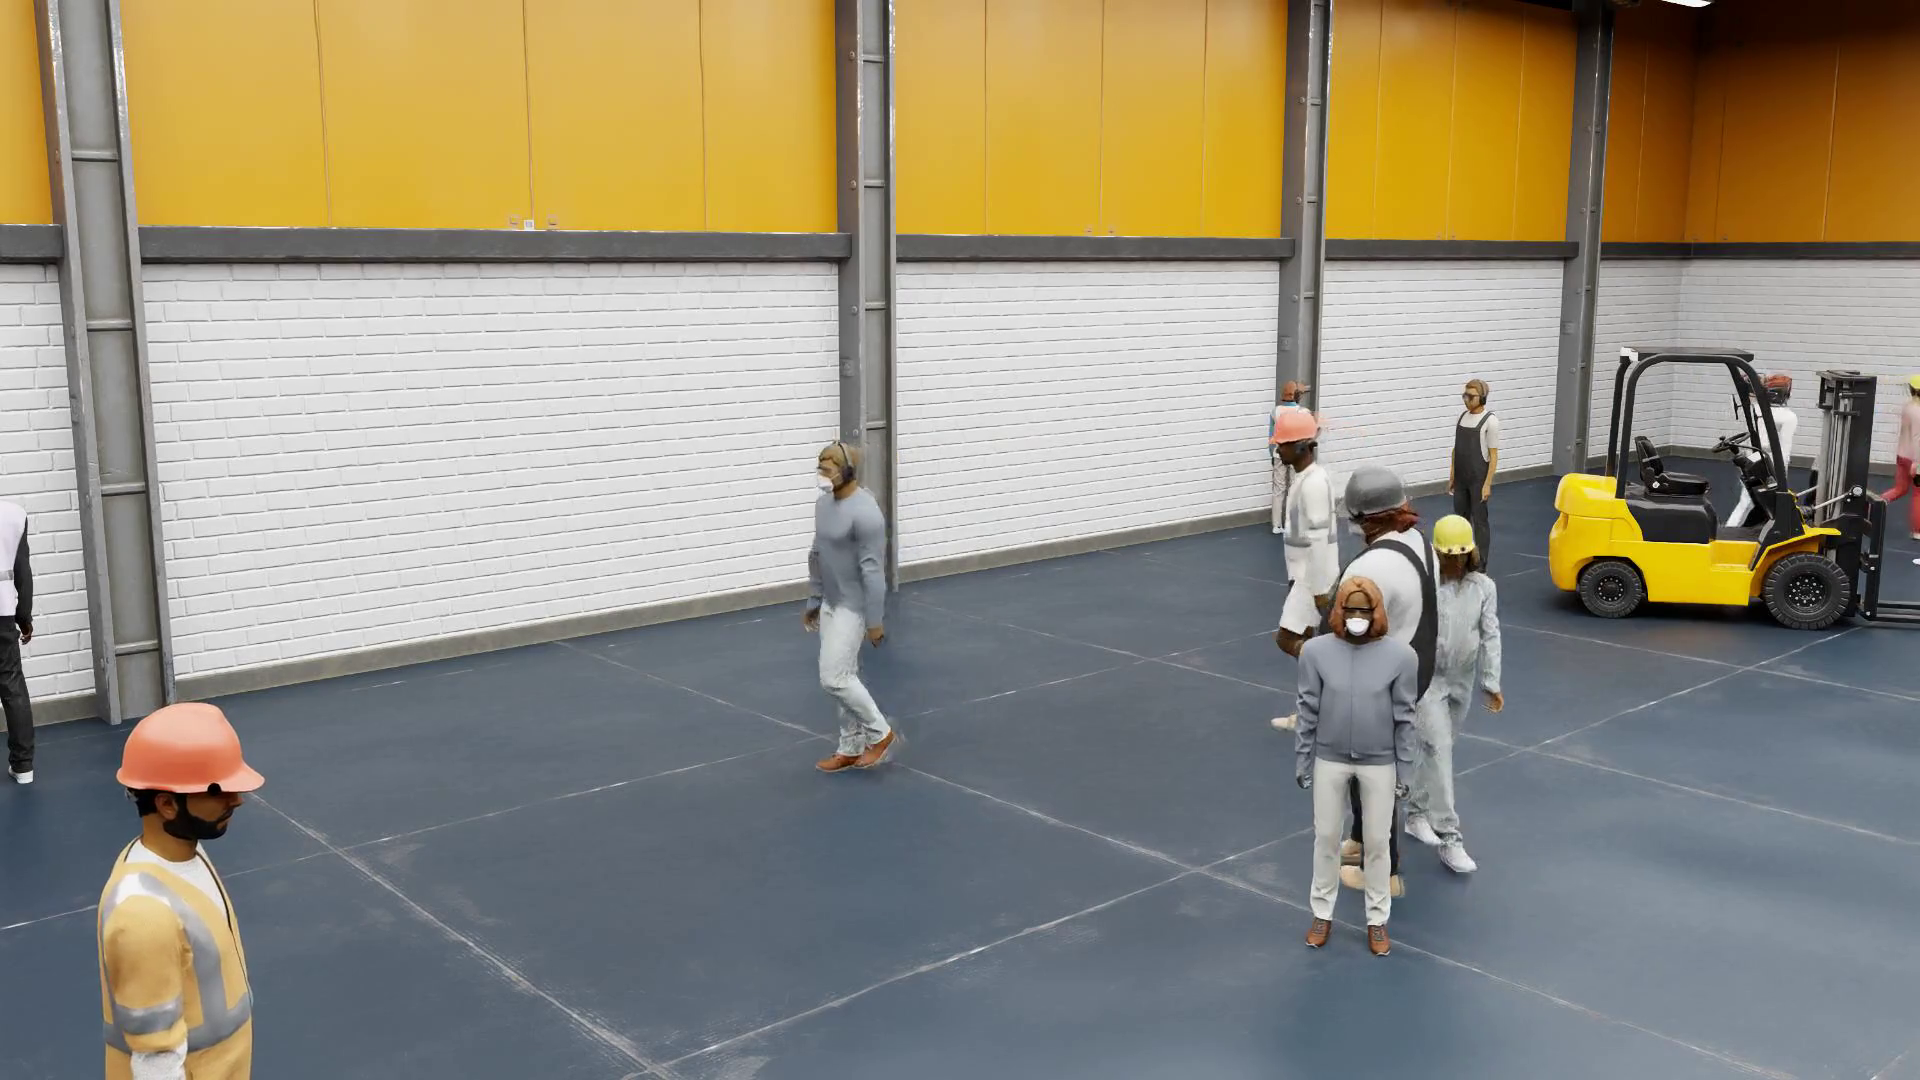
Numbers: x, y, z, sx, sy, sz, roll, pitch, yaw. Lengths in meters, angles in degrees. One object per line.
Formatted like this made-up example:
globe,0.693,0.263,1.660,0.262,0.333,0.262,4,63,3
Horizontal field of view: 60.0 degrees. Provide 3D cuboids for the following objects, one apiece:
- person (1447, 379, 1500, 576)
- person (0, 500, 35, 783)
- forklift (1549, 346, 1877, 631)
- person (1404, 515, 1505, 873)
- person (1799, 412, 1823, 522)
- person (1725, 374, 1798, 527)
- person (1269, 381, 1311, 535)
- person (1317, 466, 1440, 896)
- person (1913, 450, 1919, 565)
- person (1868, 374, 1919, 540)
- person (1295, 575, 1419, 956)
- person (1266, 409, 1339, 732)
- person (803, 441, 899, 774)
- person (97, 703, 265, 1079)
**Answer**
person,4.623,-0.535,15.043,0.345,1.846,0.508,-5,11,-29
person,-5.383,0.438,9.125,0.391,1.922,0.591,7,12,36
forklift,6.109,-0.478,13.691,2.313,2.155,1.214,3,10,16
person,2.398,0.726,8.062,0.482,1.698,0.824,-3,10,-15
person,9.452,-0.964,18.100,0.806,1.659,0.536,-2,10,-12
person,7.580,-0.647,15.728,0.959,1.851,0.571,-5,11,-29
person,3.474,-0.849,17.485,0.512,1.639,0.311,9,13,43
person,1.877,0.617,7.726,0.630,2.000,0.713,7,12,35
person,9.330,-0.690,15.712,0.595,1.925,0.374,1,10,3
person,9.808,-0.864,17.240,0.723,1.744,0.524,2,10,12
person,1.666,0.945,7.028,0.502,1.626,0.282,3,10,17
person,2.128,0.210,10.162,0.557,2.021,0.620,2,10,10
person,-0.662,0.398,9.376,0.431,1.925,0.628,-5,11,-26
person,-1.793,1.323,3.928,0.382,1.929,0.542,-3,10,-19
